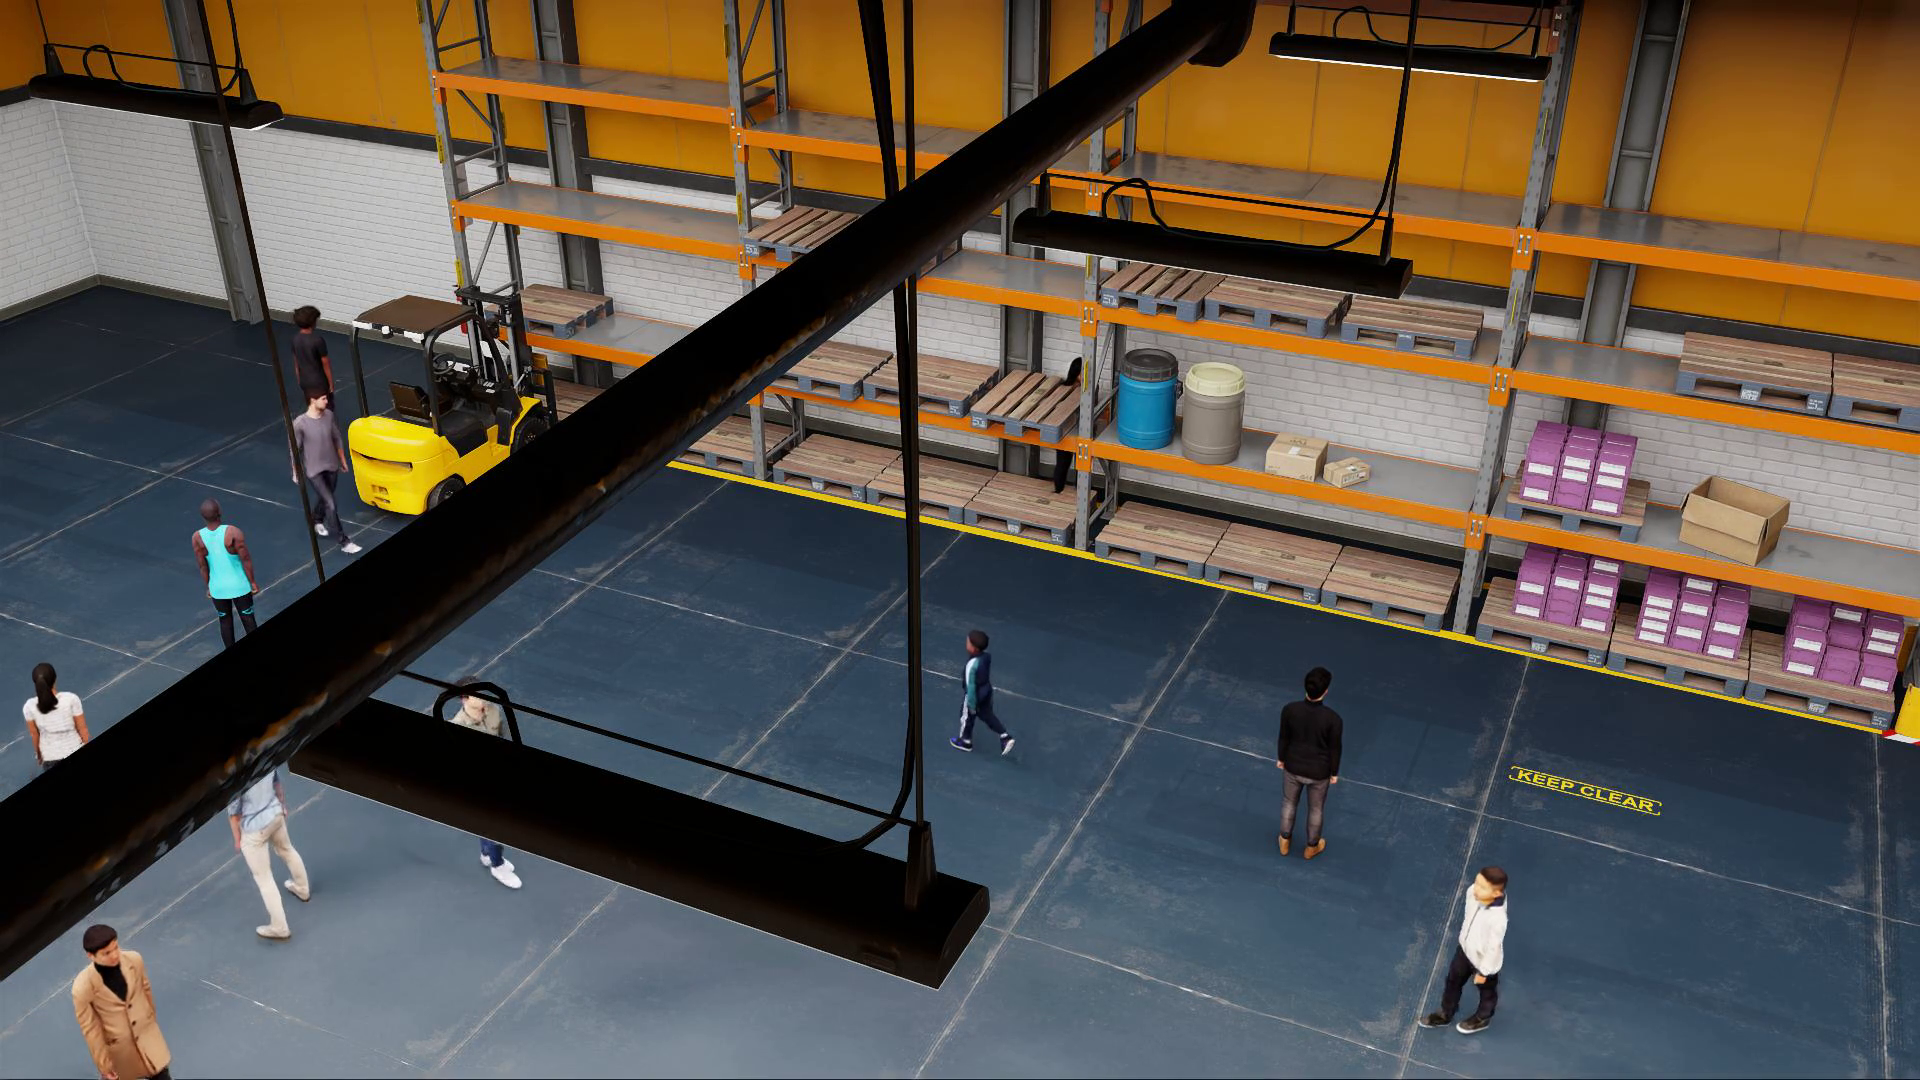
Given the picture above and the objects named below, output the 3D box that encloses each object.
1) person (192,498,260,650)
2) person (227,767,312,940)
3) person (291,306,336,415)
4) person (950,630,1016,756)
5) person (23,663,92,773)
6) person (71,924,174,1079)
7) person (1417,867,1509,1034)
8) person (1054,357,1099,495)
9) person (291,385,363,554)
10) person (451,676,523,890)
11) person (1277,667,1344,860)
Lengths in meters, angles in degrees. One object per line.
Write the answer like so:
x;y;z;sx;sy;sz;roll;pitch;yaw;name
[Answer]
-6.757;0.431;15.374;0.650;1.811;0.744;-6;29;-11;person
-5.163;2.080;12.319;0.675;1.841;0.755;10;30;18;person
-7.661;-1.874;19.660;0.969;1.753;0.813;6;29;11;person
0.203;1.327;14.325;0.852;1.243;0.556;16;32;27;person
-7.100;1.735;13.187;1.001;1.617;1.109;-13;31;-22;person
-5.369;3.117;10.571;1.189;1.696;0.817;21;35;33;person
3.630;2.806;11.407;0.890;1.440;0.829;-10;30;-17;person
1.276;-1.184;18.333;0.774;1.814;0.834;-10;30;-17;person
-6.811;-0.776;17.607;1.219;1.792;0.846;19;34;31;person
-3.740;1.813;12.801;0.701;1.849;0.710;11;31;20;person
2.731;1.749;13.050;0.464;1.722;0.702;12;31;21;person
